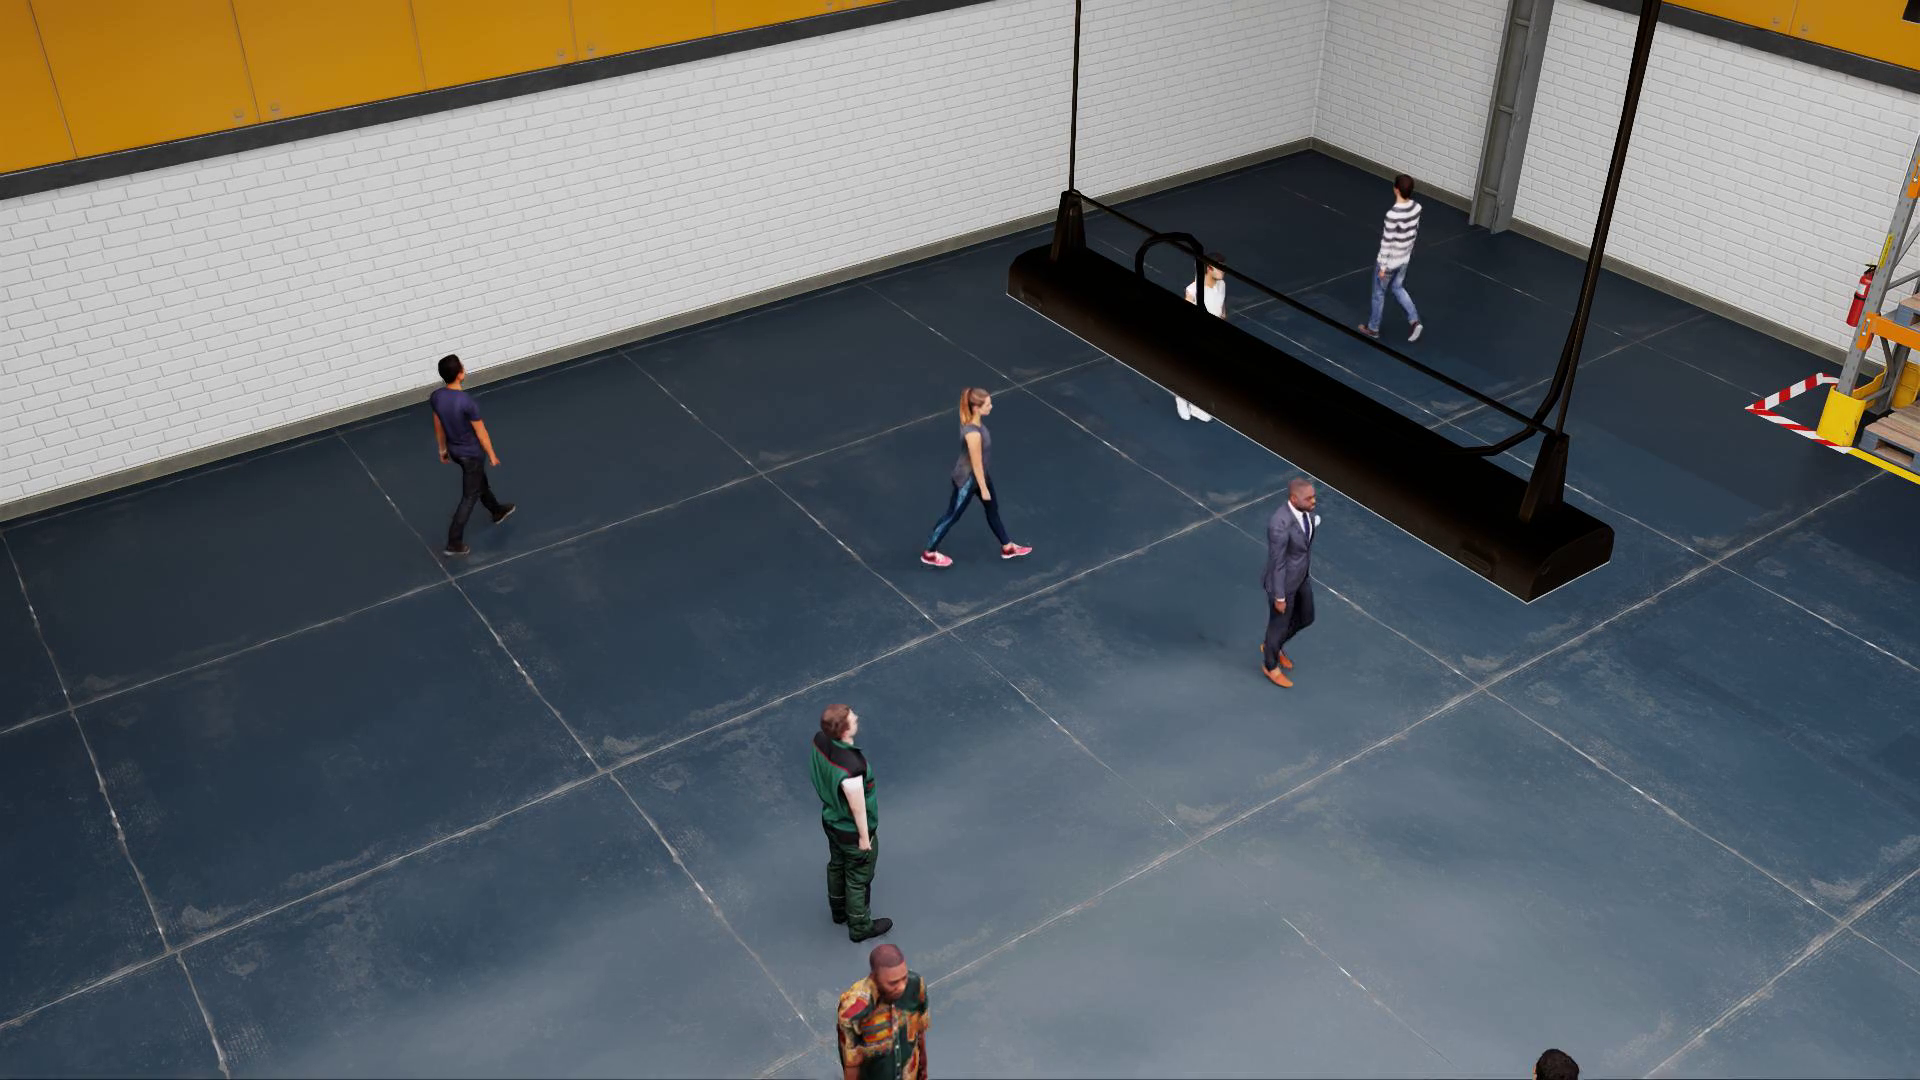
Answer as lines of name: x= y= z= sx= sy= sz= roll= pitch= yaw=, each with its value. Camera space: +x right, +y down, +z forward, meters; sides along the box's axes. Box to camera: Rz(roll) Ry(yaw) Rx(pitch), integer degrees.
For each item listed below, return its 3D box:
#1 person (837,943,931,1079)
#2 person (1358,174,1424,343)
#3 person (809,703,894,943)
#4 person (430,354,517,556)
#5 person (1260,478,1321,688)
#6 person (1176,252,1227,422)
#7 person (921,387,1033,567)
person: x=-0.450 y=2.758 z=8.824 sx=0.676 sy=1.794 sz=0.748 roll=-20 pitch=39 yaw=-27
person: x=4.582 y=-2.885 z=17.277 sx=0.674 sy=1.834 sz=0.981 roll=-20 pitch=38 yaw=-27
person: x=-0.689 y=1.730 z=10.324 sx=0.692 sy=1.844 sz=0.522 roll=-22 pitch=40 yaw=-30
person: x=-4.219 y=-0.679 z=14.034 sx=1.212 sy=1.750 sz=1.041 roll=18 pitch=38 yaw=25
person: x=2.400 y=0.279 z=12.539 sx=0.724 sy=1.808 sz=0.778 roll=23 pitch=40 yaw=30
person: x=2.261 y=-1.960 z=15.940 sx=0.652 sy=1.772 sz=0.665 roll=-21 pitch=39 yaw=-28
person: x=0.006 y=-0.471 z=13.793 sx=1.095 sy=1.669 sz=1.170 roll=0 pitch=34 yaw=0
